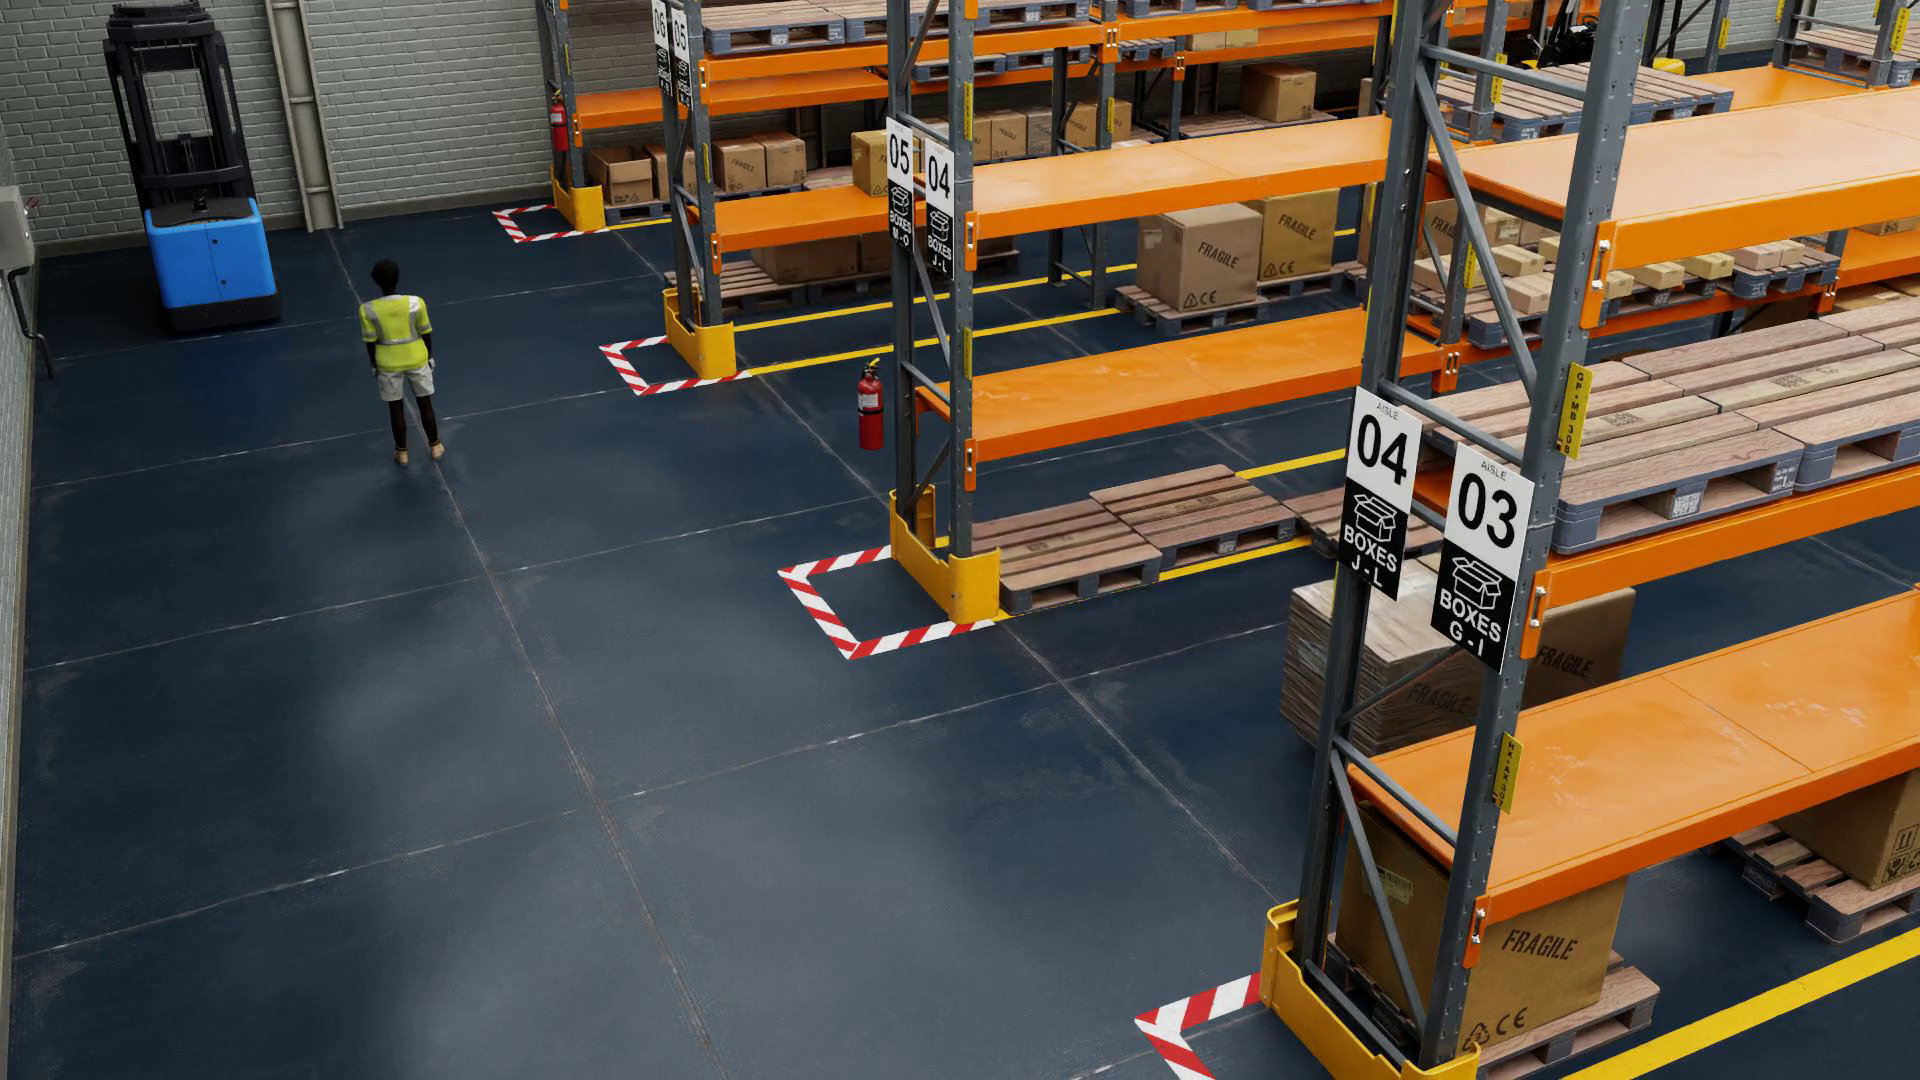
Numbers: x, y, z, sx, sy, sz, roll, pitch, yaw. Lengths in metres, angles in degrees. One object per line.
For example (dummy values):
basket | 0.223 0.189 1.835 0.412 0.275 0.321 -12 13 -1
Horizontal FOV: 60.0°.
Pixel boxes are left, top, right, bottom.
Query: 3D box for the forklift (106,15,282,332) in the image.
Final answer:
forklift | -7.548 -3.672 16.323 1.129 2.768 1.873 -12 30 -22

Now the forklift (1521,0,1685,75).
forklift | 8.950 -6.807 23.056 1.214 2.155 2.313 -12 30 -22

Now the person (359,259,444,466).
person | -4.442 -1.409 13.247 0.534 1.698 0.318 -10 29 -19
